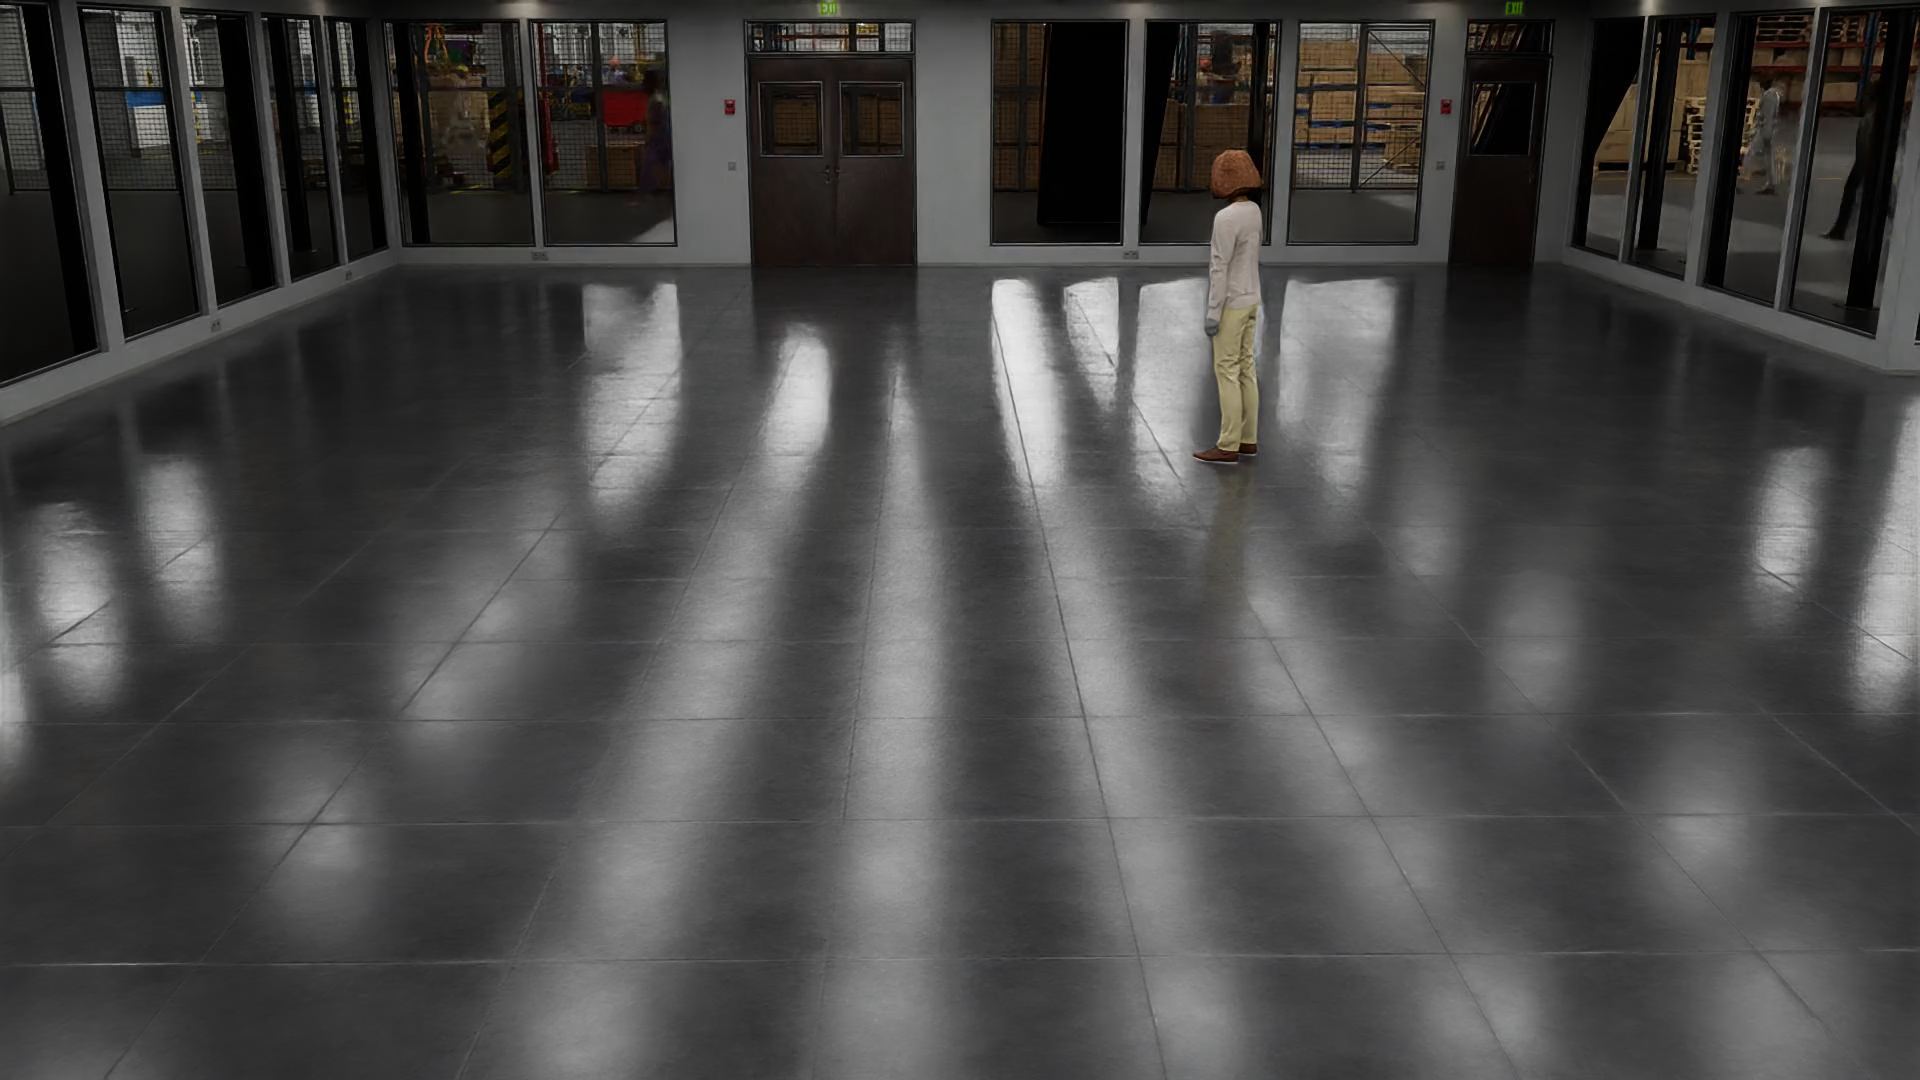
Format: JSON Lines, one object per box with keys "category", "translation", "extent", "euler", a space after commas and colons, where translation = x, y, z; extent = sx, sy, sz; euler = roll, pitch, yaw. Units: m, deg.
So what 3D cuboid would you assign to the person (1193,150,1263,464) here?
{"category": "person", "translation": [1.429, -1.214, 8.728], "extent": [0.279, 1.624, 0.494], "euler": [9, 19, 28]}
